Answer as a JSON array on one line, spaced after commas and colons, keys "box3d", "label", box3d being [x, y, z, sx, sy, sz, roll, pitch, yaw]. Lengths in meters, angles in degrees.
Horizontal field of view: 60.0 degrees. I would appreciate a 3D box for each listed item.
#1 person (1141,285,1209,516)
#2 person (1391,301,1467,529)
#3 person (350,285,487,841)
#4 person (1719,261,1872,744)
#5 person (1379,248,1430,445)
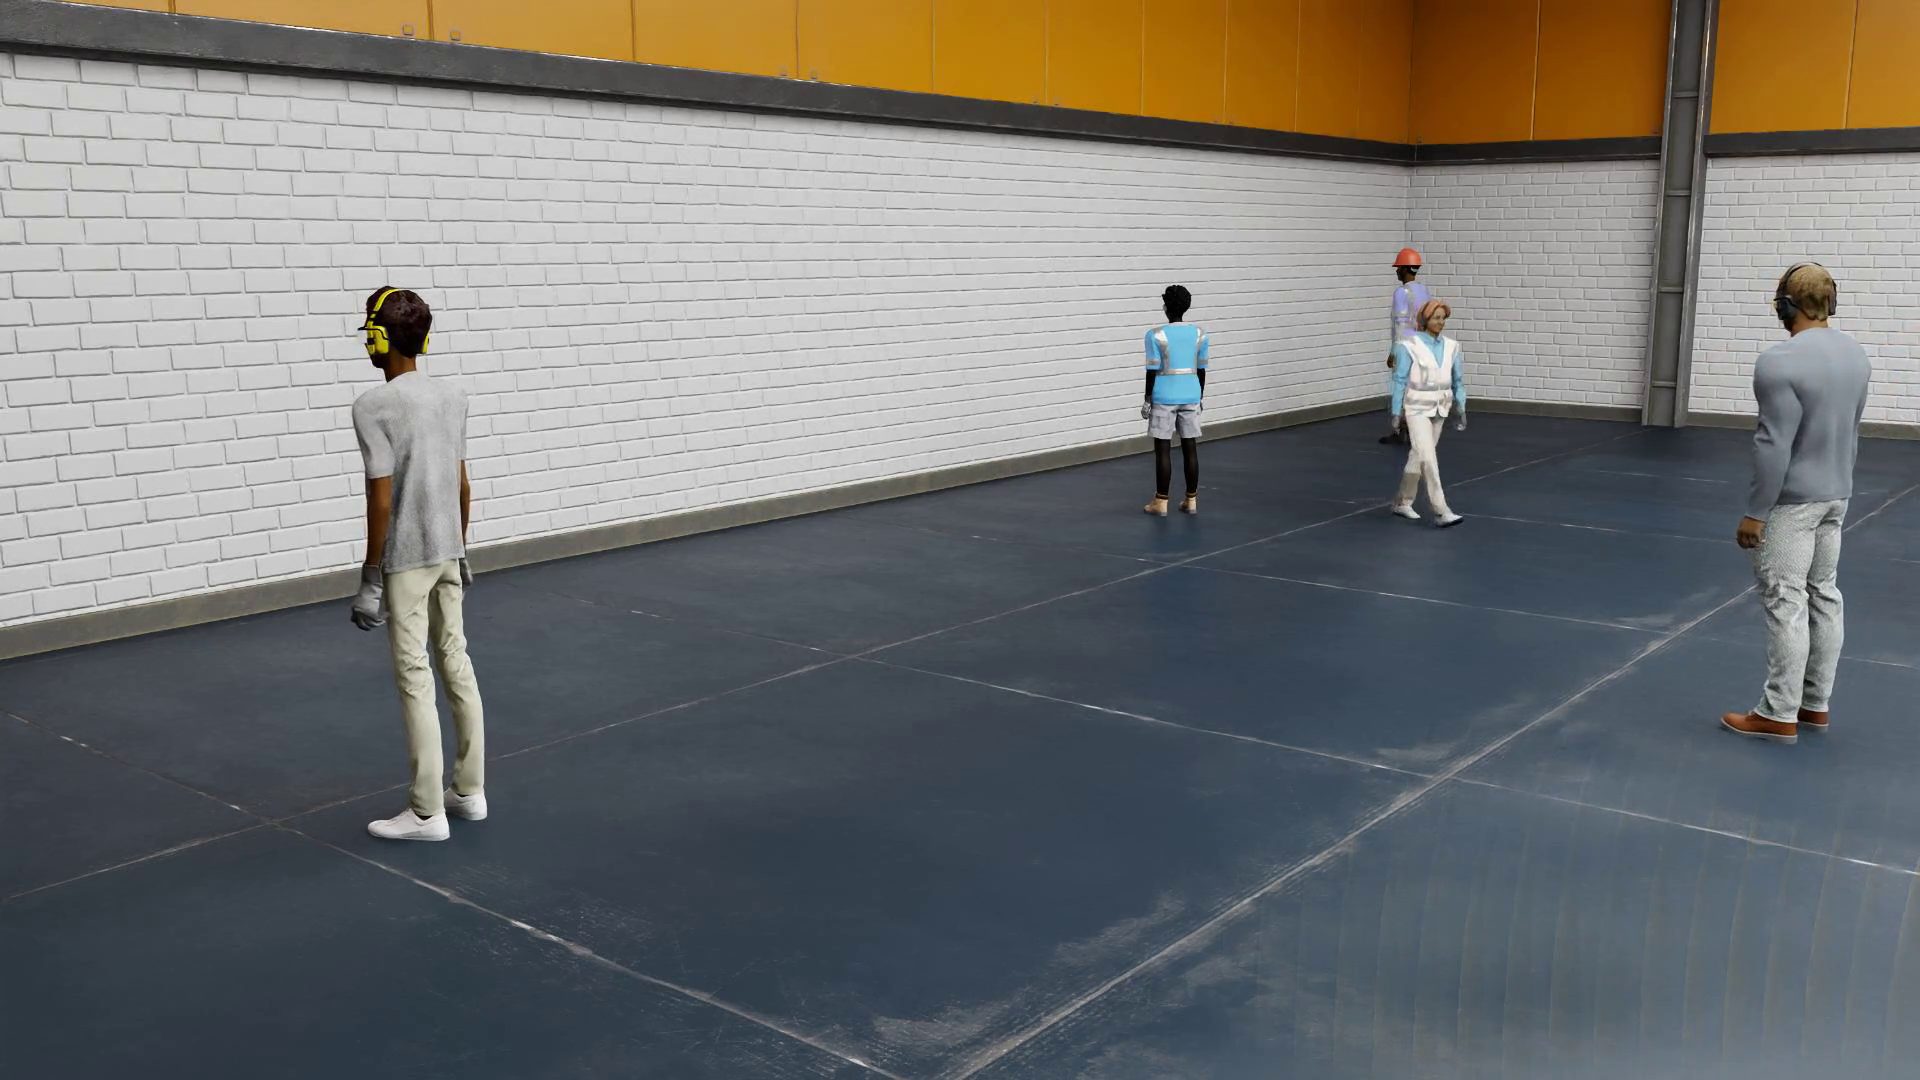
[{"box3d": [1.576, -1.022, 12.249, 0.541, 1.696, 0.315, -4, 11, -23], "label": "person"}, {"box3d": [3.356, -0.893, 11.793, 0.538, 1.586, 0.848, -5, 11, -24], "label": "person"}, {"box3d": [-1.845, 0.087, 5.617, 0.331, 1.874, 0.519, 5, 11, 24], "label": "person"}, {"box3d": [3.375, -0.143, 6.715, 0.628, 1.936, 0.375, -6, 12, -31], "label": "person"}, {"box3d": [4.410, -1.910, 16.502, 0.361, 1.938, 0.546, 9, 14, 41], "label": "person"}]
